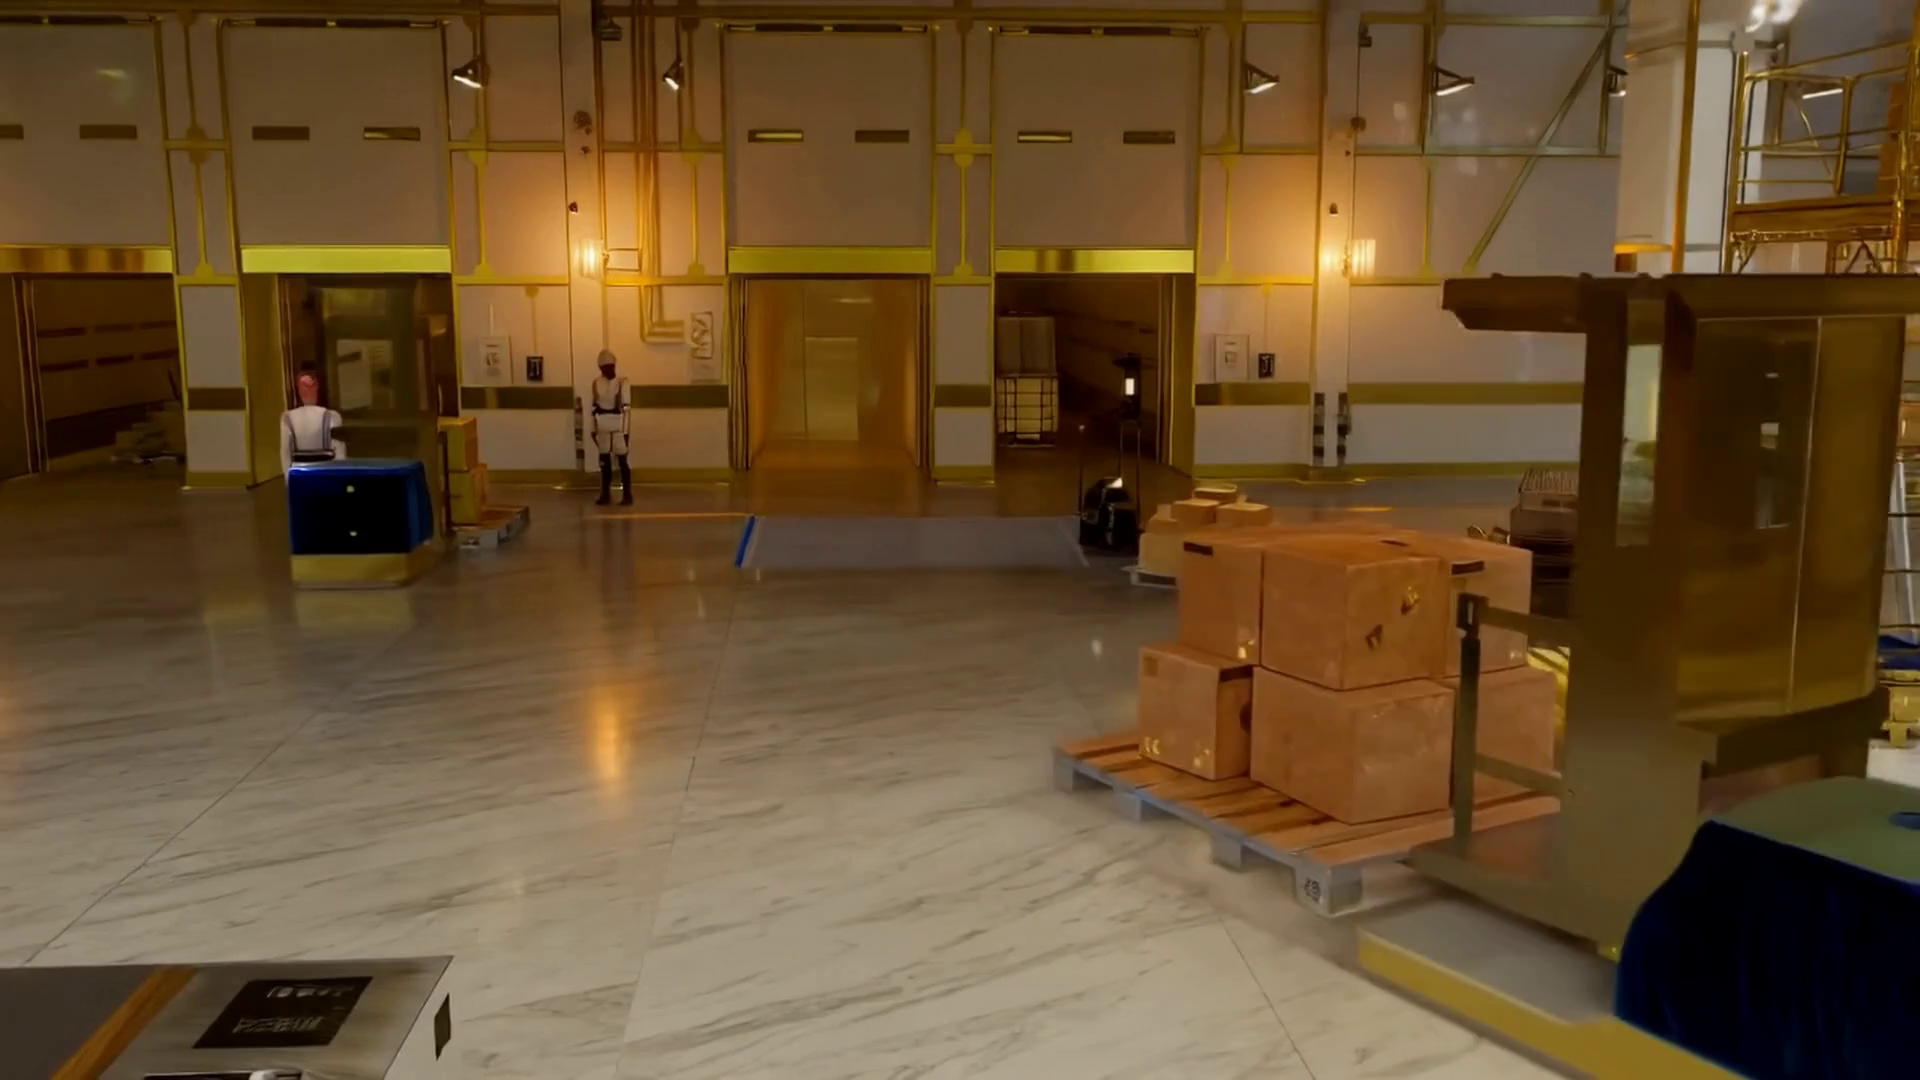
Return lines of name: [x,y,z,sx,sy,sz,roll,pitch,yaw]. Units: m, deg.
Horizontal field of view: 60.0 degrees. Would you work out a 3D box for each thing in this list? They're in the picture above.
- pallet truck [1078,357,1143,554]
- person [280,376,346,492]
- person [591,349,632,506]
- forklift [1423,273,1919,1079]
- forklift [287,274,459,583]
pallet truck: [2.088,-0.836,16.757,1.885,1.965,0.823,2,9,13]
person: [-6.019,-0.584,15.541,0.574,1.883,0.355,-1,9,-5]
person: [-4.268,-1.365,20.314,0.546,1.927,0.390,4,10,21]
forklift: [2.716,0.503,5.592,1.129,2.768,1.873,-5,10,-30]
forklift: [-5.553,-1.098,15.644,1.129,2.768,1.873,-1,9,-4]
